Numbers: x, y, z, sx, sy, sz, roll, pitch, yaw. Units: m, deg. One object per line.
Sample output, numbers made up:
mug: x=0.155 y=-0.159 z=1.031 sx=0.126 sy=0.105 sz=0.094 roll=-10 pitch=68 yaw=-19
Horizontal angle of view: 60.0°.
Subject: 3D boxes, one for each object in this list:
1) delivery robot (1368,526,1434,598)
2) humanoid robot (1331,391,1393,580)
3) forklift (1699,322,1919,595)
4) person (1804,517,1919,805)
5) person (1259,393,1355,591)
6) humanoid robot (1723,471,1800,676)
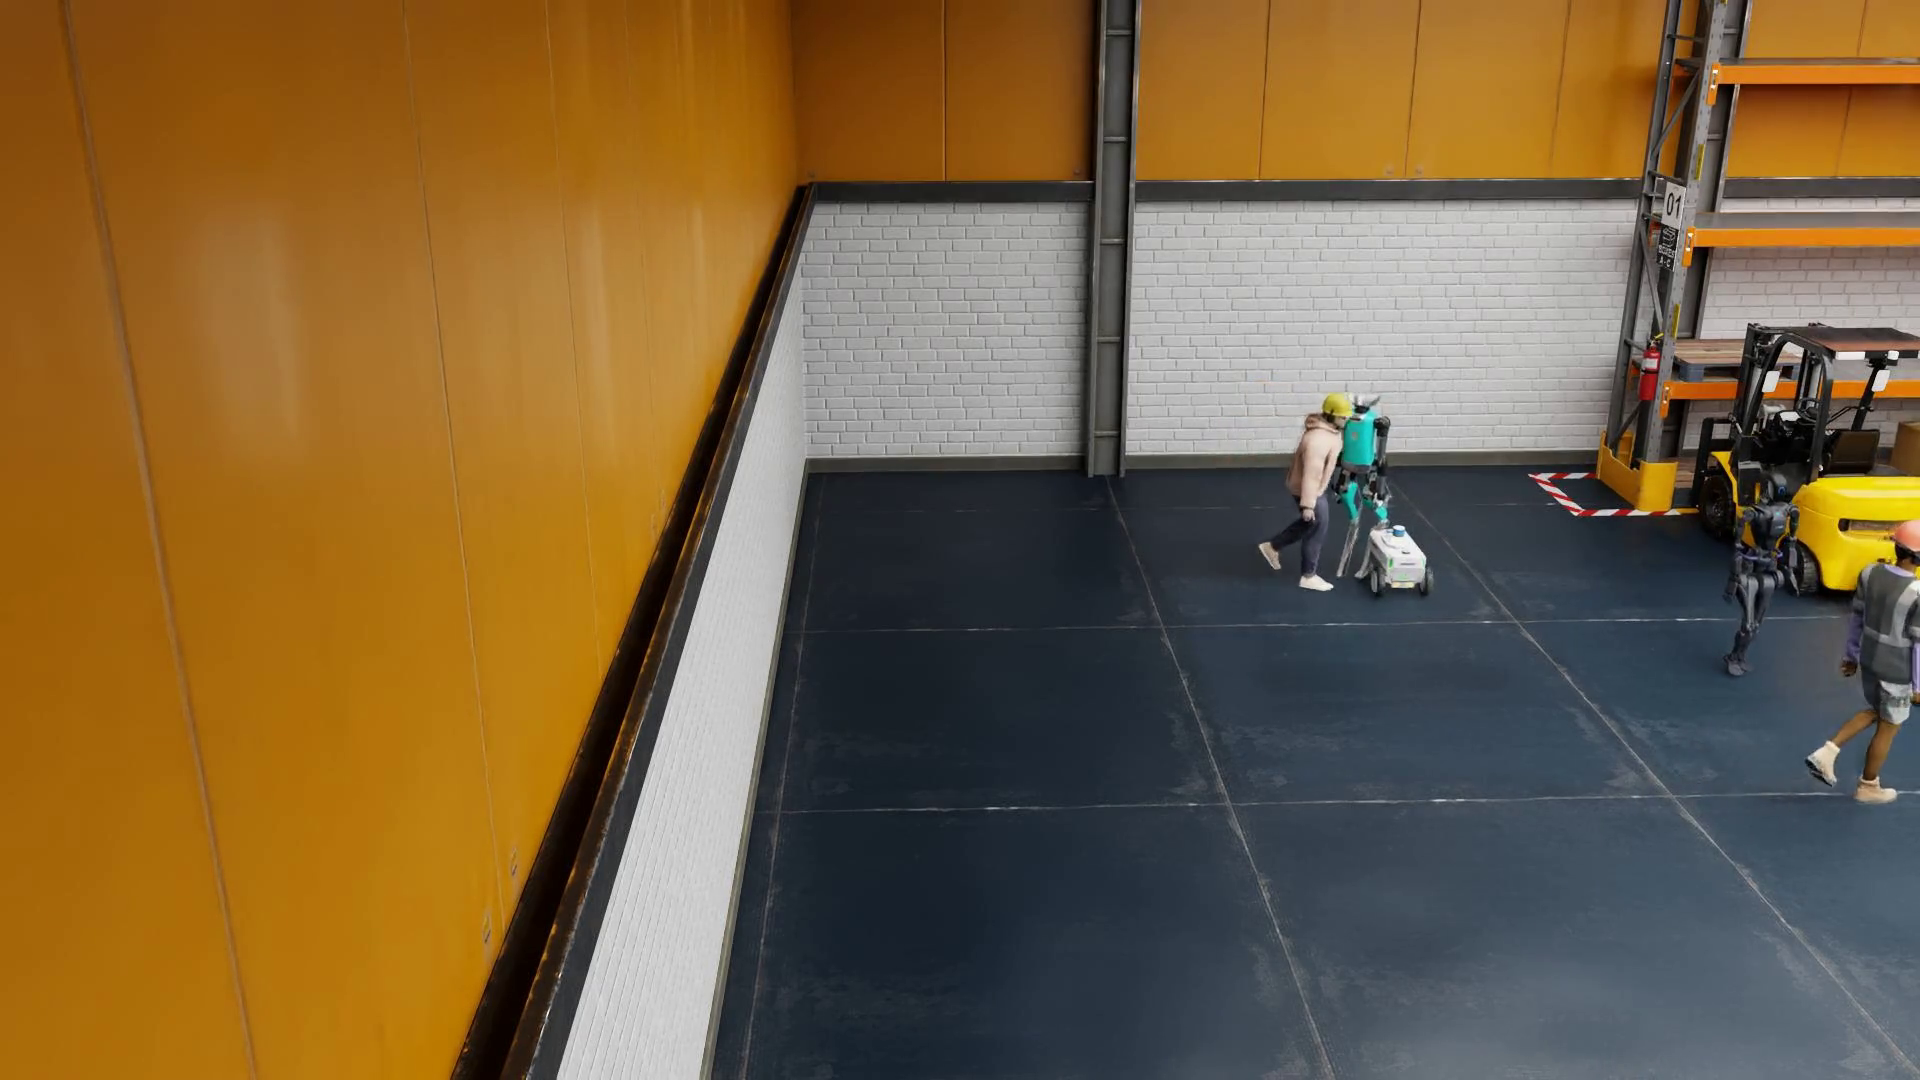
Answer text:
delivery robot: x=3.849 y=0.158 z=14.669 sx=0.499 sy=0.565 sz=0.746 roll=-1 pitch=20 yaw=-2
humanoid robot: x=3.600 y=-0.471 z=14.733 sx=0.544 sy=1.811 sz=0.689 roll=16 pitch=26 yaw=37
forklift: x=7.809 y=-0.792 z=14.926 sx=1.214 sy=2.155 sz=2.313 roll=-1 pitch=20 yaw=-2
person: x=6.004 y=0.812 z=10.816 sx=0.533 sy=2.026 sz=0.612 roll=-3 pitch=20 yaw=-8
person: x=3.030 y=-0.438 z=14.478 sx=0.709 sy=1.824 sz=0.827 roll=8 pitch=22 yaw=20
humanoid robot: x=6.186 y=0.261 z=12.822 sx=0.591 sy=1.647 sz=0.450 roll=-4 pitch=21 yaw=-11
